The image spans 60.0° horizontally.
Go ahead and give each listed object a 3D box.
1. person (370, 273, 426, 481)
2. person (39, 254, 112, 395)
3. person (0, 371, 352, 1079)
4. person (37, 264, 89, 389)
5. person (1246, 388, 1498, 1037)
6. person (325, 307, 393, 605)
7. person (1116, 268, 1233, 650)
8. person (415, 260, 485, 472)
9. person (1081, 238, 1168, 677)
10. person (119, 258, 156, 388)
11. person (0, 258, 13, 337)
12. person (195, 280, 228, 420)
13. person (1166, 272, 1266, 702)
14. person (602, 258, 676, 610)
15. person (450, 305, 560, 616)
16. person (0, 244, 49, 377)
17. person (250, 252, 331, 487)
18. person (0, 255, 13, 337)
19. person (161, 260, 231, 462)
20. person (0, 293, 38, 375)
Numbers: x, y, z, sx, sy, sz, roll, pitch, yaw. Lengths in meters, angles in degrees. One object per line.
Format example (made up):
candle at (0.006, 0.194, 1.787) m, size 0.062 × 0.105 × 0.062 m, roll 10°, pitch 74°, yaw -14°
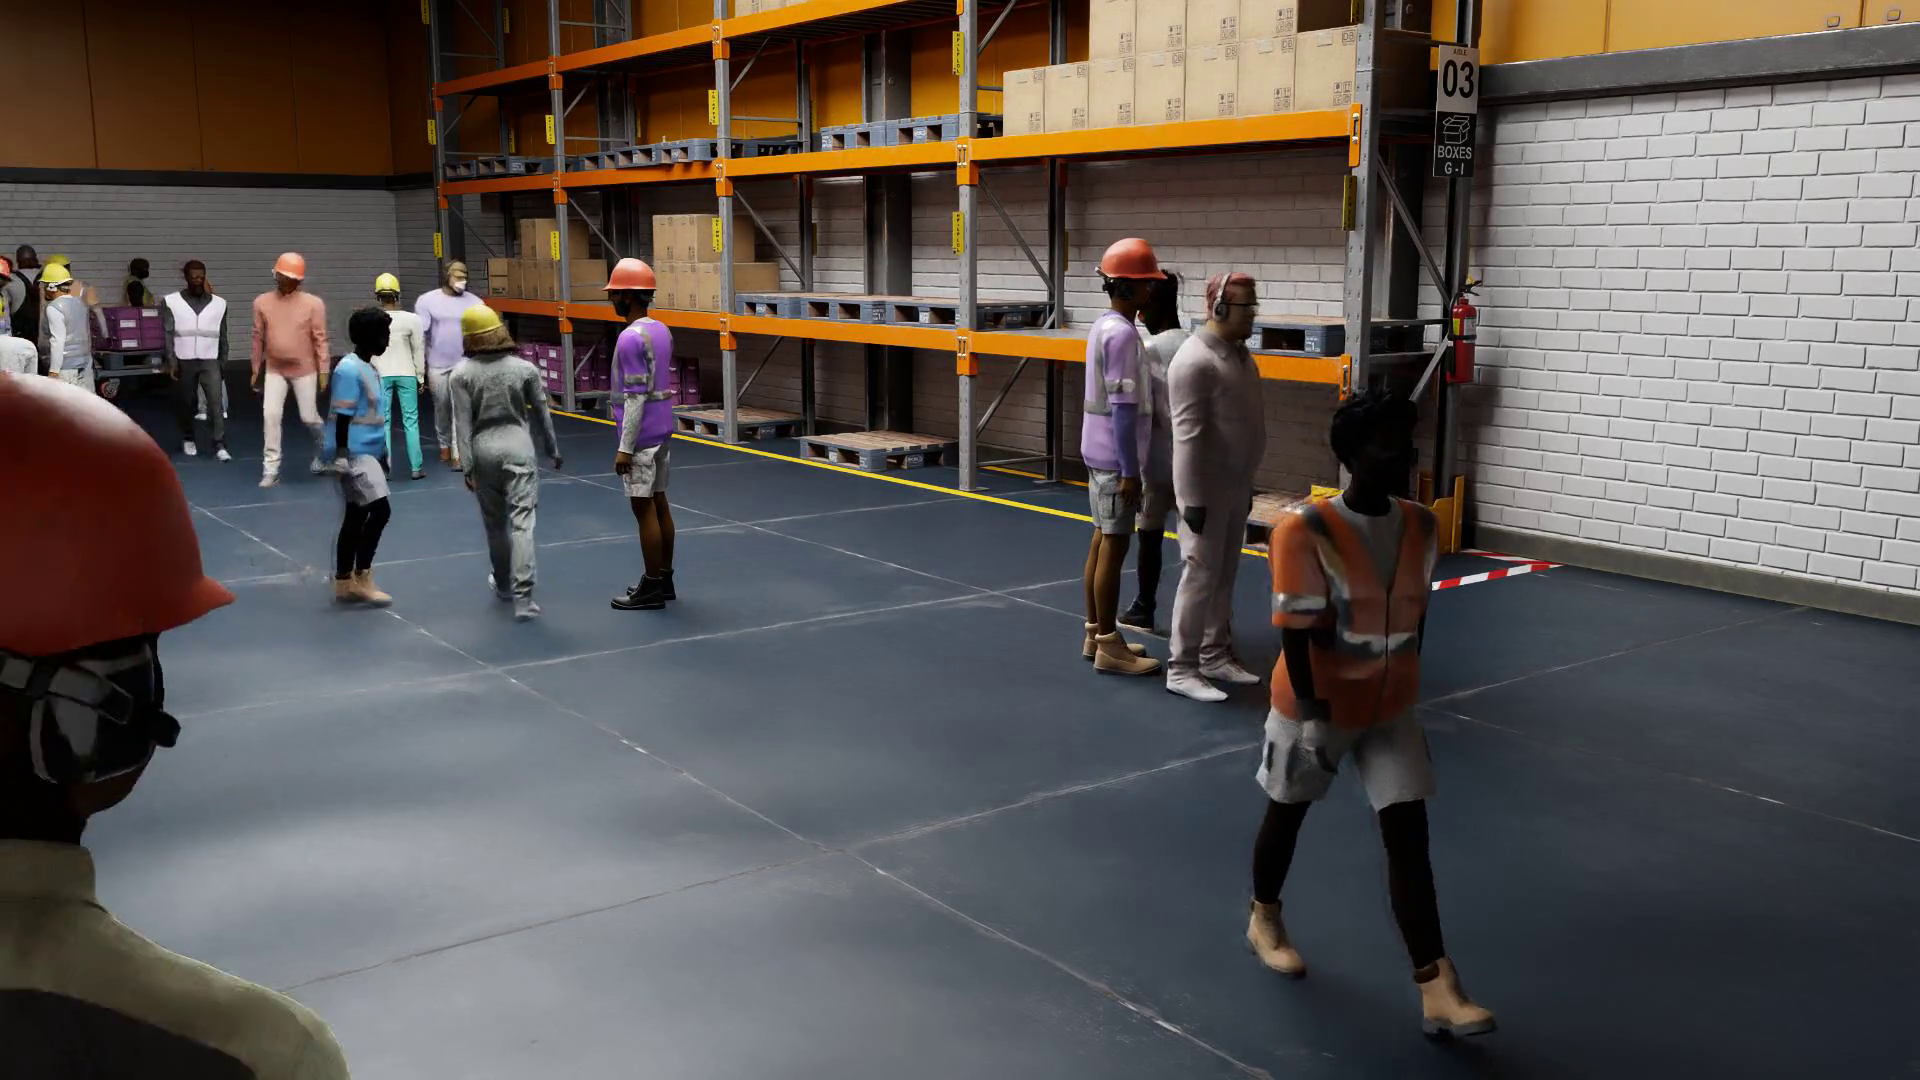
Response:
person at (-4.839, -1.381, 14.211) m, size 0.531 × 1.768 × 0.344 m, roll -3°, pitch 11°, yaw -18°
person at (-10.495, -2.438, 19.760) m, size 0.758 × 1.902 × 0.496 m, roll -5°, pitch 11°, yaw -25°
person at (-0.676, 0.850, 1.232) m, size 0.614 × 1.939 × 1.028 m, roll 1°, pitch 10°, yaw 6°
person at (-8.299, -1.631, 15.406) m, size 0.403 × 1.834 × 0.588 m, roll -1°, pitch 10°, yaw -6°
person at (1.033, 0.432, 4.318) m, size 0.538 × 1.648 × 0.875 m, roll -4°, pitch 11°, yaw -20°
person at (-3.335, -0.461, 9.298) m, size 0.497 × 1.667 × 0.536 m, roll -1°, pitch 10°, yaw -8°
person at (1.075, -0.393, 8.294) m, size 0.627 × 1.906 × 0.990 m, roll -4°, pitch 11°, yaw -23°
person at (-4.614, -1.595, 15.095) m, size 0.650 × 1.883 × 1.059 m, roll -3°, pitch 11°, yaw -17°
person at (0.769, -0.389, 7.858) m, size 0.390 × 2.045 × 0.607 m, roll 0°, pitch 10°, yaw -2°
person at (-11.446, -3.002, 23.118) m, size 0.547 × 1.821 × 0.678 m, roll -5°, pitch 11°, yaw -26°
person at (-9.409, -1.763, 15.999) m, size 0.494 × 1.886 × 0.679 m, roll 3°, pitch 11°, yaw 18°
person at (-8.694, -2.201, 19.185) m, size 0.291 × 1.624 × 0.494 m, roll 9°, pitch 14°, yaw 43°
person at (1.165, -0.237, 7.431) m, size 0.395 × 1.898 × 0.661 m, roll 6°, pitch 12°, yaw 32°
person at (-1.779, -0.578, 9.212) m, size 0.361 × 1.939 × 0.543 m, roll 2°, pitch 10°, yaw 9°
person at (-2.499, -0.444, 9.172) m, size 0.562 × 1.689 × 0.898 m, roll -3°, pitch 11°, yaw -16°
person at (-11.717, -2.743, 21.052) m, size 0.694 × 2.000 × 0.746 m, roll -7°, pitch 12°, yaw -33°
person at (-5.654, -1.451, 14.092) m, size 0.698 × 1.960 × 0.772 m, roll 0°, pitch 10°, yaw -1°
person at (-12.238, -2.689, 21.246) m, size 0.620 × 1.869 × 0.447 m, roll 0°, pitch 10°, yaw -1°
person at (-7.196, -1.697, 15.683) m, size 0.594 × 1.875 × 1.002 m, roll -7°, pitch 12°, yaw -33°
person at (-4.901, -0.393, 8.413) m, size 0.546 × 1.882 × 0.387 m, roll -9°, pitch 13°, yaw -40°
